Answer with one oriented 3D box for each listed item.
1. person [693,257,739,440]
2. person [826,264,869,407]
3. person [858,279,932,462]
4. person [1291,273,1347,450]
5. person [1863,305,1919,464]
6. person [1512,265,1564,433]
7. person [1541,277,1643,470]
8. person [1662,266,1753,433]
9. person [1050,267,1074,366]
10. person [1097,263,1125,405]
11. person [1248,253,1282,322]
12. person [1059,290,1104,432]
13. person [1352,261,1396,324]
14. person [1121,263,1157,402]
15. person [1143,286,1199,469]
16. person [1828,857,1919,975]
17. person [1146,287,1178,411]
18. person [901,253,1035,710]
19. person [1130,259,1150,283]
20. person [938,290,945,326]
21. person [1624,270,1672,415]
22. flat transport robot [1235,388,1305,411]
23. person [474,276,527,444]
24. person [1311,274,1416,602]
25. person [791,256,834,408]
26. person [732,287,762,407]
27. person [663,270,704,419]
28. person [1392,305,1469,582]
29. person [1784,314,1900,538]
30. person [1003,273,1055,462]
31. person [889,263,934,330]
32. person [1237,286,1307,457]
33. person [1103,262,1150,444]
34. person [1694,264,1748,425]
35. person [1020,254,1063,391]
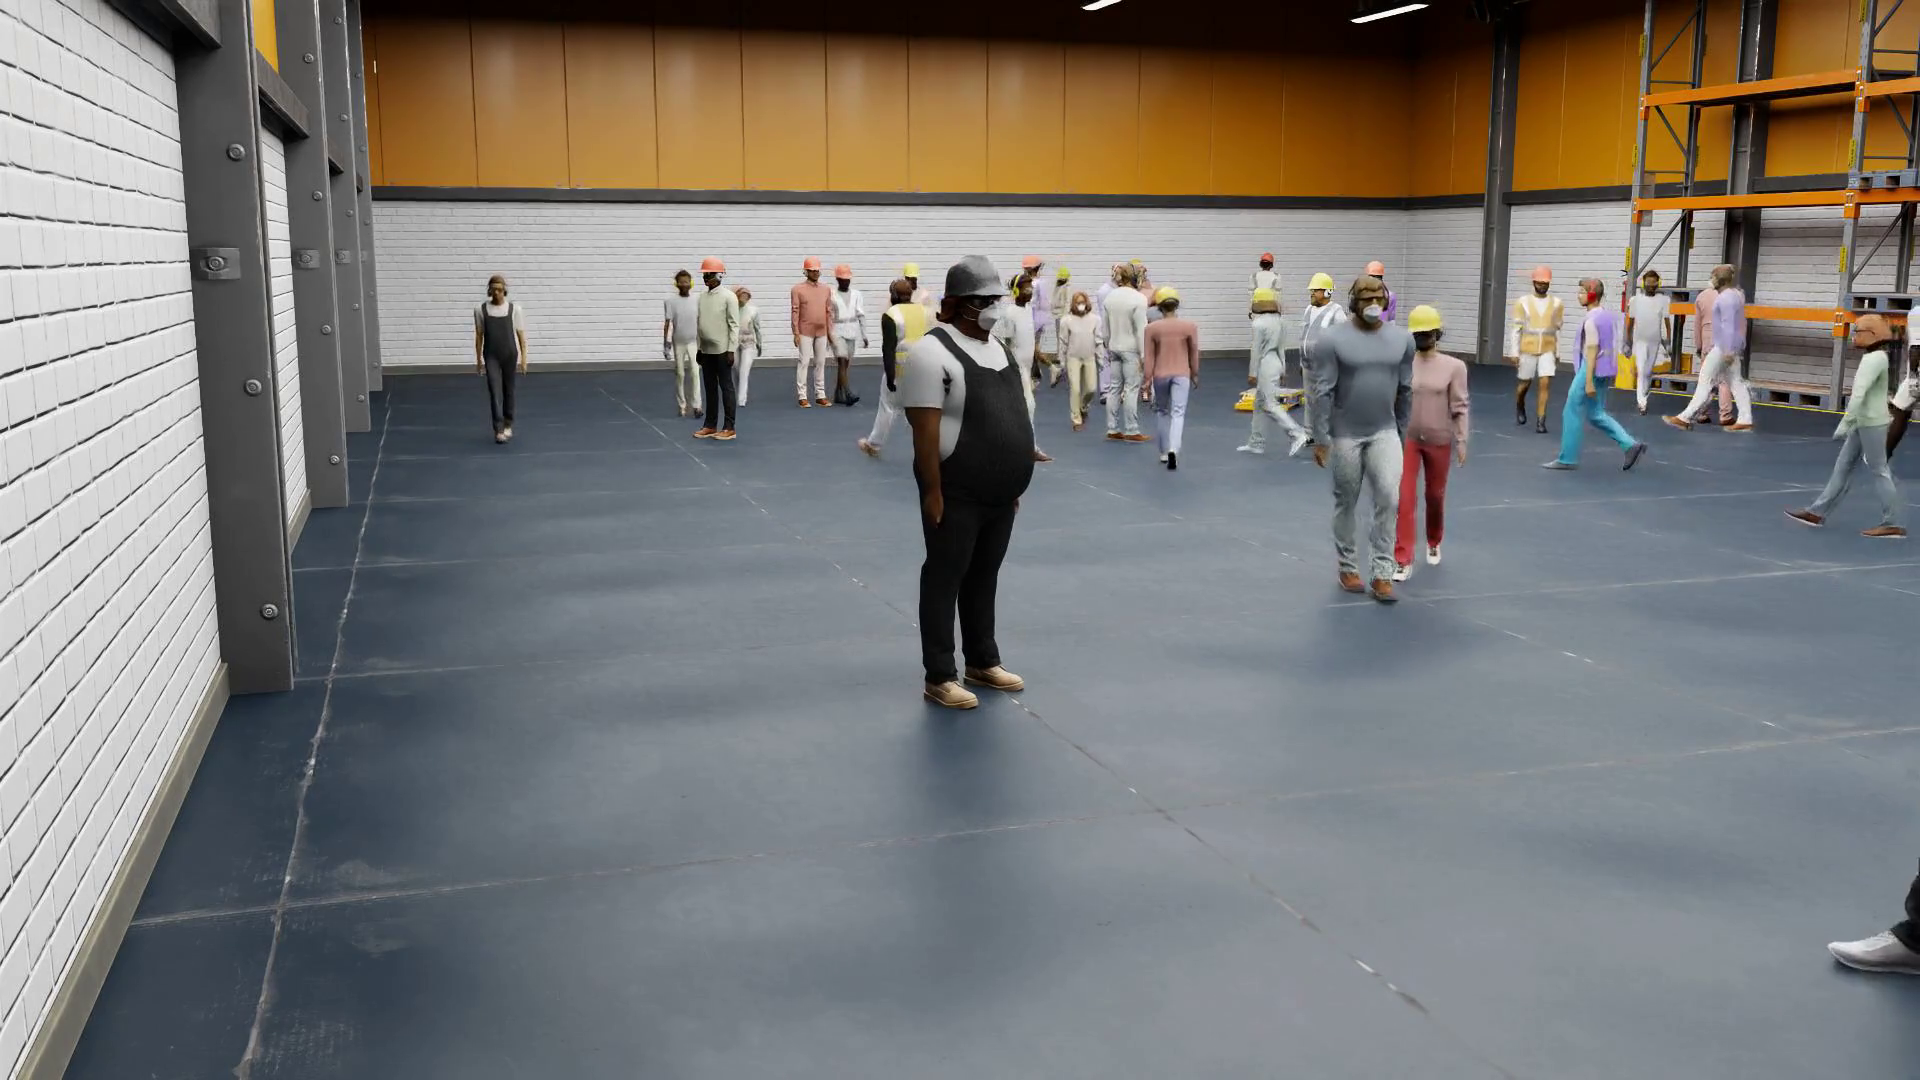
[{"bbox_3d":[-2.685,-2.098,18.256,0.611,1.996,0.378,8,13,39],"label":"person"},{"bbox_3d":[-1.507,-2.726,22.230,0.556,1.878,1.005,-5,11,-29],"label":"person"},{"bbox_3d":[-0.573,-1.650,16.274,0.624,1.780,1.000,-8,13,-39],"label":"person"},{"bbox_3d":[3.734,-1.855,17.322,0.403,1.834,0.588,-6,11,-31],"label":"person"},{"bbox_3d":[8.803,-1.535,15.210,0.629,1.919,0.964,-2,10,-9],"label":"person"},{"bbox_3d":[6.626,-2.204,19.145,0.550,1.916,0.805,2,10,10],"label":"person"},{"bbox_3d":[5.939,-1.535,15.516,0.800,1.820,0.576,7,12,35],"label":"person"},{"bbox_3d":[8.610,-2.167,18.970,1.004,1.882,0.651,5,11,28],"label":"person"},{"bbox_3d":[1.830,-4.064,30.291,0.406,1.784,0.700,-3,10,-18],"label":"person"},{"bbox_3d":[2.113,-2.773,22.445,0.404,1.902,0.636,7,12,36],"label":"person"},{"bbox_3d":[5.635,-4.273,30.715,0.611,2.042,0.394,3,10,16],"label":"person"},{"bbox_3d":[1.379,-2.047,19.046,0.523,1.616,0.413,-1,10,-6],"label":"person"},{"bbox_3d":[5.057,-2.443,20.428,0.545,1.938,0.362,-1,10,-6],"label":"person"},{"bbox_3d":[2.424,-2.840,22.835,0.638,1.903,0.406,3,10,17],"label":"person"},{"bbox_3d":[2.003,-1.555,15.889,0.529,1.730,0.838,2,10,11],"label":"person"},{"bbox_3d":[2.792,0.329,4.461,0.504,1.917,0.618,0,10,1],"label":"person"},{"bbox_3d":[2.558,-2.454,21.441,0.540,1.604,0.725,-1,10,-4],"label":"person"},{"bbox_3d":[0.086,-0.273,7.563,0.536,2.000,0.674,7,12,36],"label":"person"},{"bbox_3d":[3.282,-4.314,31.285,0.595,1.925,0.373,0,10,-1],"label":"person"},{"bbox_3d":[-0.014,-2.443,20.452,0.372,1.928,0.543,8,13,39],"label":"person"},{"bbox_3d":[8.807,-2.525,21.262,0.544,1.826,0.965,3,10,16],"label":"person"},{"bbox_3d":[4.097,-1.861,21.877,0.652,0.197,1.431,4,11,22],"label":"flat transport robot"},{"bbox_3d":[-4.997,-1.972,18.115,0.525,1.801,0.957,-3,10,-17],"label":"person"},{"bbox_3d":[2.386,-0.589,9.763,0.647,1.906,0.819,0,10,-3],"label":"person"},{"bbox_3d":[-1.950,-2.749,22.032,0.619,1.994,0.381,-7,12,-35],"label":"person"},{"bbox_3d":[-2.925,-2.603,22.340,0.529,1.591,0.837,0,10,-2],"label":"person"},{"bbox_3d":[-3.386,-2.399,20.510,0.562,1.819,0.963,-3,10,-15],"label":"person"},{"bbox_3d":[2.963,-0.640,10.617,0.540,1.720,0.878,3,10,17],"label":"person"},{"bbox_3d":[6.449,-0.823,12.037,0.818,1.597,0.503,5,11,28],"label":"person"},{"bbox_3d":[0.558,-1.706,16.418,0.813,1.847,0.519,4,11,24],"label":"person"},{"bbox_3d":[-0.616,-2.780,22.505,0.612,1.884,0.925,-4,10,-20],"label":"person"},{"bbox_3d":[3.174,-1.701,16.773,0.788,1.714,0.482,7,12,35],"label":"person"},{"bbox_3d":[1.796,-2.008,17.904,0.352,1.937,0.635,-7,12,-36],"label":"person"},{"bbox_3d":[9.061,-2.317,19.783,0.406,1.911,0.636,-6,12,-33],"label":"person"},{"bbox_3d":[1.139,-3.179,24.430,0.621,2.029,0.641,4,10,21],"label":"person"}]
